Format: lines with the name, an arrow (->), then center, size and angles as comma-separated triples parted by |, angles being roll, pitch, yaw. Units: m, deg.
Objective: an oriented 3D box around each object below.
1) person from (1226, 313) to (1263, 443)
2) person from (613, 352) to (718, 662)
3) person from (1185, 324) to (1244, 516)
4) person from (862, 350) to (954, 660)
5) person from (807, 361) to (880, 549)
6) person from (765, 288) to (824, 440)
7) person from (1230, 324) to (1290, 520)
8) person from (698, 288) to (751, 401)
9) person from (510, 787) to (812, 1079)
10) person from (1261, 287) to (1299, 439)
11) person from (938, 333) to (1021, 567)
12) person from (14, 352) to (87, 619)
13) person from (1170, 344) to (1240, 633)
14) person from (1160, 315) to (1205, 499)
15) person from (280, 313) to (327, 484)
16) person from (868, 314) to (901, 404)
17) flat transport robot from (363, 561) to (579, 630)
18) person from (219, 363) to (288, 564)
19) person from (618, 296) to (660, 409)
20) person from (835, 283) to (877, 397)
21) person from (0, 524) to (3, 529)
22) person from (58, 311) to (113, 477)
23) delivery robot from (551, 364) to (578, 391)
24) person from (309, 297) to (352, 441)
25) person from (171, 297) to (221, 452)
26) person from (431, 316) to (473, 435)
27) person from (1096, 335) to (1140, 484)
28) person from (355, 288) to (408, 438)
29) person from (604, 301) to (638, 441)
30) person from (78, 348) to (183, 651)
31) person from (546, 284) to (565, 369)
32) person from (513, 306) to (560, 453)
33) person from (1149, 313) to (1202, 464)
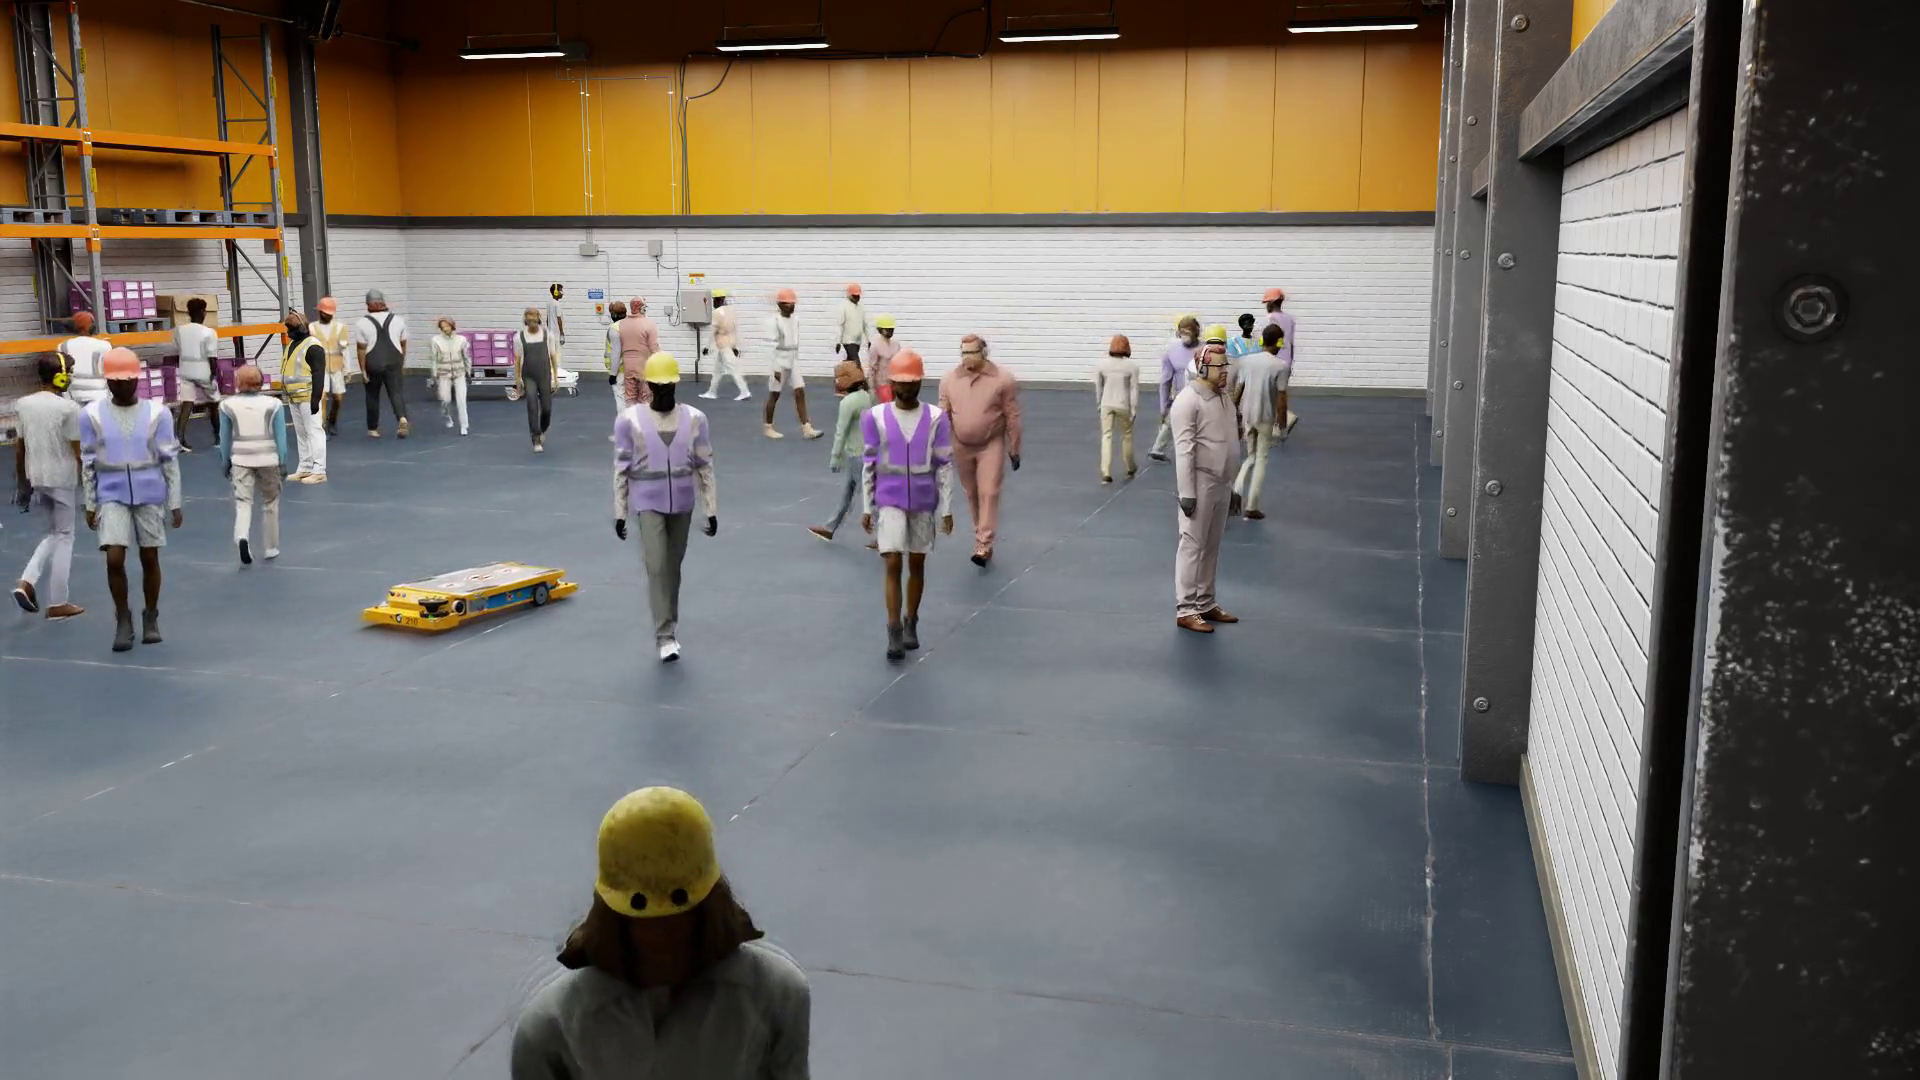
person -> 3.673, -2.075, 21.473 | 0.533, 1.697, 0.322 | -3, 10, -17
person -> -1.773, -0.193, 10.240 | 0.612, 1.893, 0.871 | -5, 11, -26
person -> 2.420, -1.134, 15.815 | 0.590, 1.824, 0.406 | 4, 11, 22
person -> -0.310, -0.203, 10.270 | 0.570, 1.905, 0.875 | -1, 10, -7
person -> -0.951, -0.714, 14.041 | 0.858, 1.583, 0.515 | 3, 10, 17
person -> -2.226, -2.291, 21.835 | 0.982, 1.995, 0.638 | 7, 12, 36
person -> 2.795, -1.089, 15.478 | 0.569, 1.838, 0.466 | 9, 13, 40
person -> -3.897, -3.244, 27.617 | 0.984, 1.879, 0.594 | 2, 10, 12
person -> -0.455, 1.242, 2.647 | 0.498, 1.711, 0.799 | -2, 10, -12
person -> 4.220, -2.330, 22.003 | 0.647, 2.016, 0.642 | -9, 13, -41
person -> 0.119, -0.712, 13.305 | 0.650, 1.854, 0.997 | 3, 11, 18
person -> -6.204, -0.360, 11.366 | 0.518, 1.840, 0.451 | 3, 10, 15
person -> 1.666, -0.352, 11.125 | 0.409, 1.908, 0.641 | 7, 12, 35
person -> 2.429, -1.400, 17.229 | 0.641, 1.869, 1.056 | 5, 11, 27
person -> -7.096, -1.527, 17.974 | 0.621, 1.839, 0.428 | 9, 14, 42
person -> -0.921, -1.919, 20.482 | 0.844, 1.732, 0.529 | 7, 12, 36
flat transport robot -> -3.403, 0.369, 11.669 | 0.652, 0.197, 1.431 | 5, 11, 27
person -> -5.676, -0.604, 13.361 | 0.516, 1.618, 0.685 | -2, 10, -14
person -> -4.158, -2.211, 21.649 | 0.640, 1.910, 0.401 | 5, 11, 25
person -> -1.727, -3.336, 27.956 | 1.067, 1.921, 0.655 | 8, 13, 37
person -> -9.089, -0.868, 14.735 | 0.839, 1.662, 0.536 | -2, 10, -11
person -> -9.478, -1.558, 18.084 | 0.587, 1.862, 0.771 | 0, 10, -1
delivery robot -> -6.853, -2.743, 28.224 | 0.707, 0.478, 0.477 | 0, 10, 1
person -> -8.404, -2.276, 22.065 | 0.565, 1.903, 0.715 | -6, 12, -33
person -> -9.548, -2.064, 20.781 | 0.600, 1.927, 0.975 | 0, 10, 2
person -> -6.919, -2.247, 22.644 | 0.550, 1.618, 0.558 | -4, 11, -21
person -> 1.732, -1.434, 18.135 | 0.510, 1.591, 0.852 | 3, 11, 19
person -> -7.689, -2.371, 22.176 | 0.683, 2.000, 0.906 | -6, 12, -31
person -> -4.455, -2.214, 21.863 | 0.430, 1.840, 0.621 | 3, 10, 15
person -> -5.229, -0.253, 10.523 | 0.563, 1.912, 0.655 | -5, 11, -26
person -> -7.452, -3.798, 30.755 | 0.310, 1.865, 0.532 | -8, 13, -38
person -> -5.286, -2.012, 20.768 | 0.553, 1.821, 0.602 | -3, 10, -17
person -> 2.615, -1.736, 19.312 | 0.923, 1.786, 0.611 | 4, 11, 19
